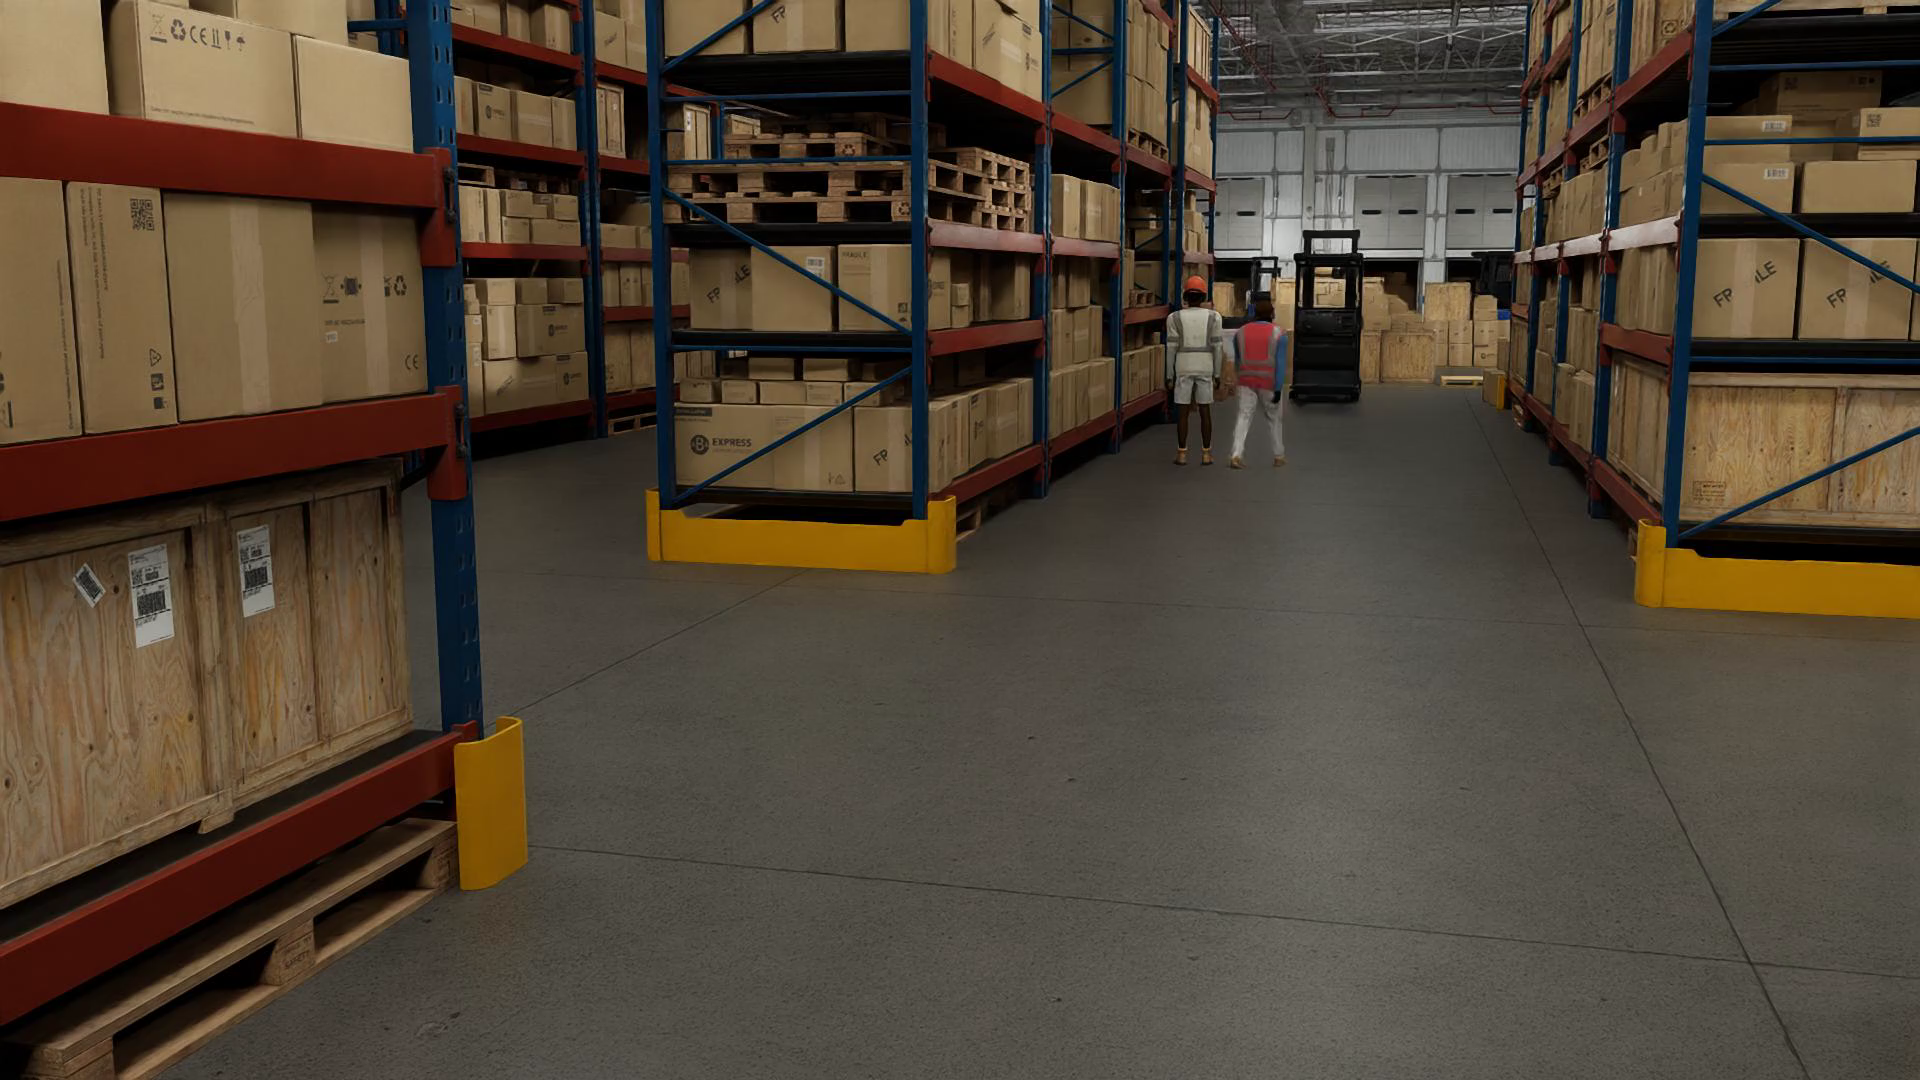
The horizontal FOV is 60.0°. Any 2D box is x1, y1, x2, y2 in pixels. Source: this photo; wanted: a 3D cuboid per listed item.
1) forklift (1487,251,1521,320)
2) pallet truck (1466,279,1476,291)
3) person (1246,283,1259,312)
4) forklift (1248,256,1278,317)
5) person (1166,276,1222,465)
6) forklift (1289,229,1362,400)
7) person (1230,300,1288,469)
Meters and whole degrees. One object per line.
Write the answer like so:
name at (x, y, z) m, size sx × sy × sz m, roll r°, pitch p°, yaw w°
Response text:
forklift at (15.998, -7.114, 48.972) m, size 1.129 × 2.768 × 1.873 m, roll -2°, pitch 9°, yaw -11°
pallet truck at (18.896, -8.459, 60.307) m, size 1.885 × 1.965 × 0.823 m, roll 5°, pitch 10°, yaw 31°
person at (10.943, -8.664, 61.969) m, size 0.584 × 1.882 × 0.337 m, roll 3°, pitch 10°, yaw 20°
forklift at (11.207, -9.047, 61.251) m, size 1.129 × 2.768 × 1.873 m, roll 2°, pitch 9°, yaw 15°
person at (2.523, -1.820, 17.982) m, size 0.605 × 2.045 × 0.377 m, roll 1°, pitch 9°, yaw 4°
forklift at (6.189, -3.797, 27.893) m, size 1.129 × 2.768 × 1.873 m, roll 2°, pitch 9°, yaw 15°
person at (3.196, -1.655, 17.725) m, size 0.624 × 1.805 × 0.838 m, roll 5°, pitch 10°, yaw 28°
